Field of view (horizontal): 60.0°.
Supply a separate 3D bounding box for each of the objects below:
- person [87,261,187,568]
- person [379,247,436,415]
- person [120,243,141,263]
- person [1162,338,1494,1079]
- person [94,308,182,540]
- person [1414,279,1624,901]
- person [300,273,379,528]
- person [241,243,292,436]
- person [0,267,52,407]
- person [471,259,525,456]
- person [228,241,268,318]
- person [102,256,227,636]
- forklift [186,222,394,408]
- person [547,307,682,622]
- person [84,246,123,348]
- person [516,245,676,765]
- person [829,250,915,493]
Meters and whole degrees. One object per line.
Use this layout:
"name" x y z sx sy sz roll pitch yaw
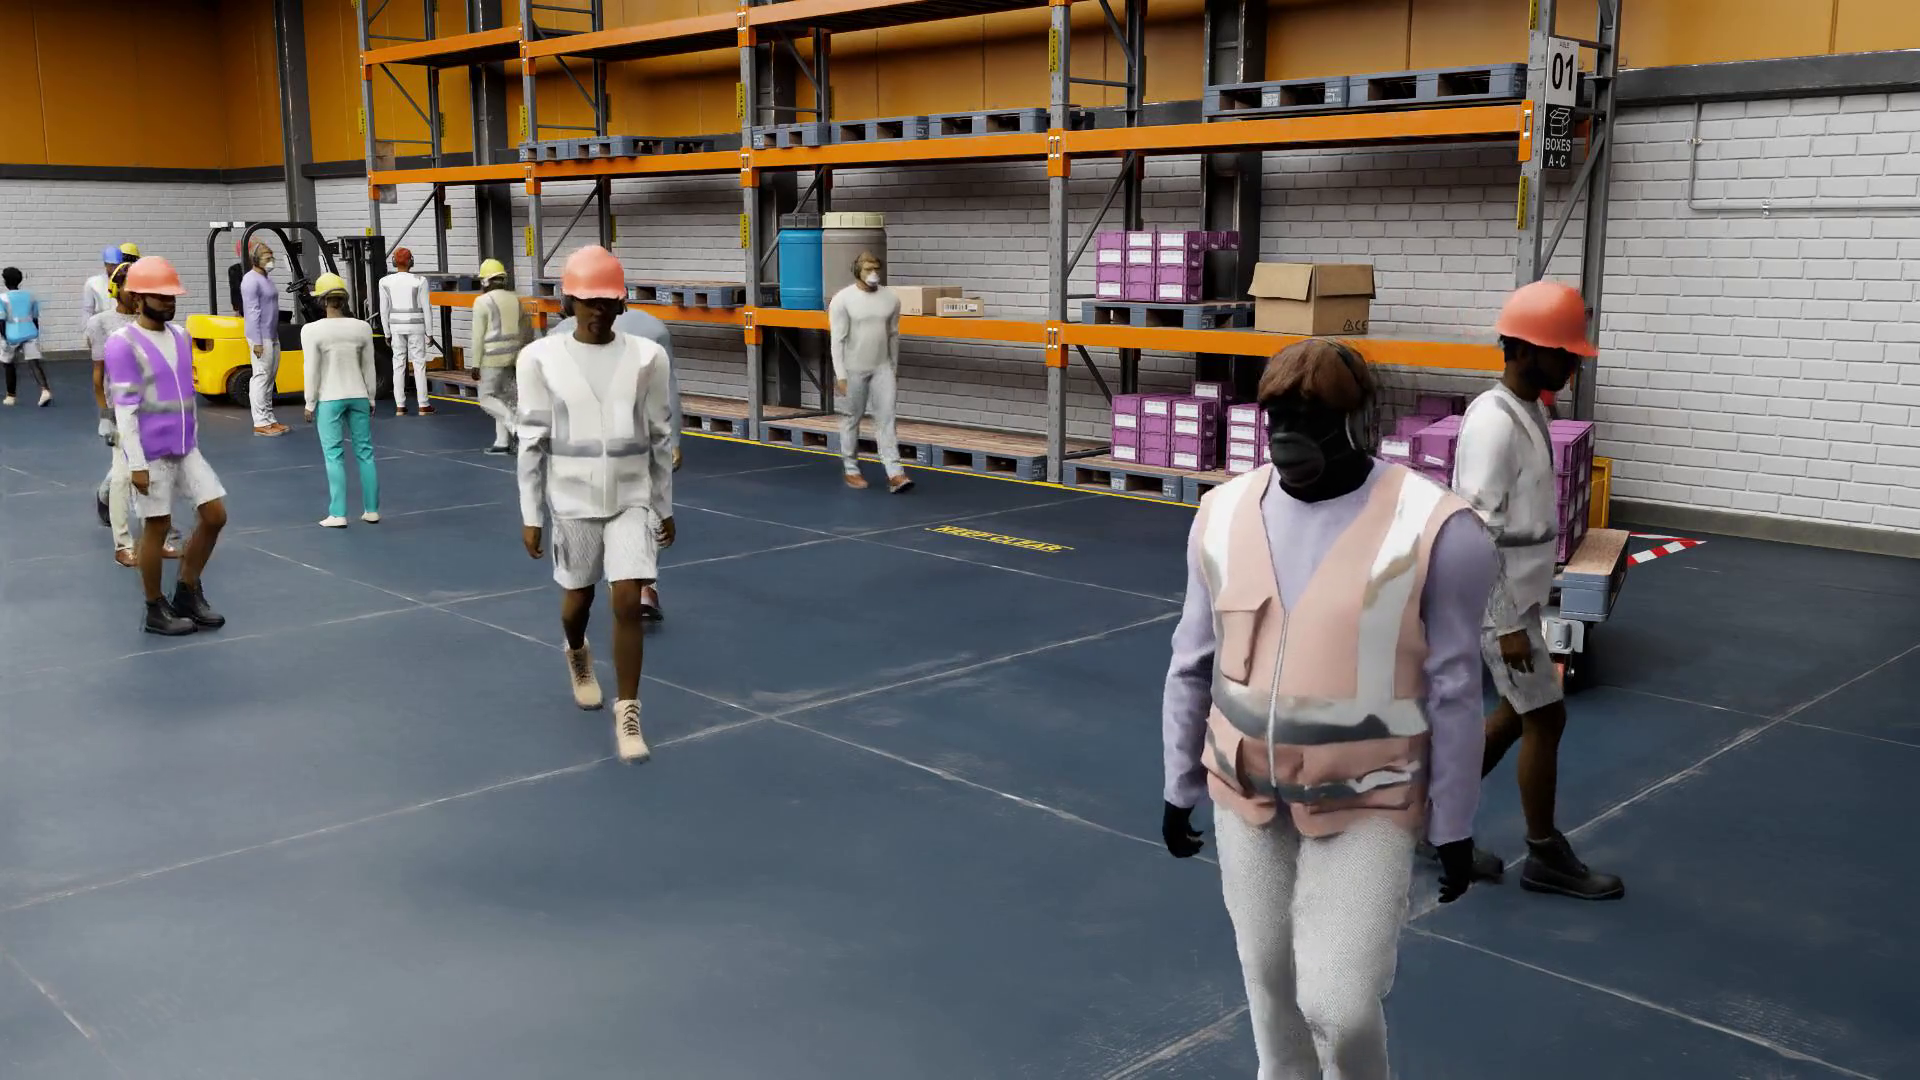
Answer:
"person" -5.072 -0.773 10.246 0.329 1.865 0.511 5 11 23
"person" -6.214 -2.340 18.731 0.575 1.885 0.355 0 10 -1
"person" -10.935 -2.951 21.973 0.584 1.918 0.381 3 11 14
"person" 0.689 0.518 3.306 0.650 1.827 0.463 8 13 37
"person" -5.513 -0.905 11.124 0.614 1.805 0.610 6 12 28
"person" 1.715 0.169 5.019 0.650 1.892 0.614 5 12 26
"person" -4.315 -0.965 11.565 0.330 1.765 0.533 9 14 42
"person" -7.060 -2.028 16.883 0.355 1.936 0.636 -1 10 -7
"person" -11.110 -2.401 19.690 0.868 1.662 0.532 7 13 34
"person" -4.148 -1.646 15.139 0.574 1.813 0.601 5 11 25
"person" -10.411 -3.436 24.541 0.452 1.947 0.724 7 13 35
"person" -3.961 -0.453 8.346 0.511 1.915 0.564 3 11 17
"forklift" -8.169 -2.758 20.163 2.313 2.155 1.214 -10 14 -44
"person" -1.770 -0.478 8.515 0.664 1.905 0.479 -2 11 -10
"person" -9.549 -2.363 18.789 0.614 1.916 0.866 -6 12 -28
"person" -1.466 -0.182 6.690 0.624 1.999 1.008 -4 11 -20
"person" -0.693 -1.301 13.020 0.652 1.894 0.968 -6 12 -28
